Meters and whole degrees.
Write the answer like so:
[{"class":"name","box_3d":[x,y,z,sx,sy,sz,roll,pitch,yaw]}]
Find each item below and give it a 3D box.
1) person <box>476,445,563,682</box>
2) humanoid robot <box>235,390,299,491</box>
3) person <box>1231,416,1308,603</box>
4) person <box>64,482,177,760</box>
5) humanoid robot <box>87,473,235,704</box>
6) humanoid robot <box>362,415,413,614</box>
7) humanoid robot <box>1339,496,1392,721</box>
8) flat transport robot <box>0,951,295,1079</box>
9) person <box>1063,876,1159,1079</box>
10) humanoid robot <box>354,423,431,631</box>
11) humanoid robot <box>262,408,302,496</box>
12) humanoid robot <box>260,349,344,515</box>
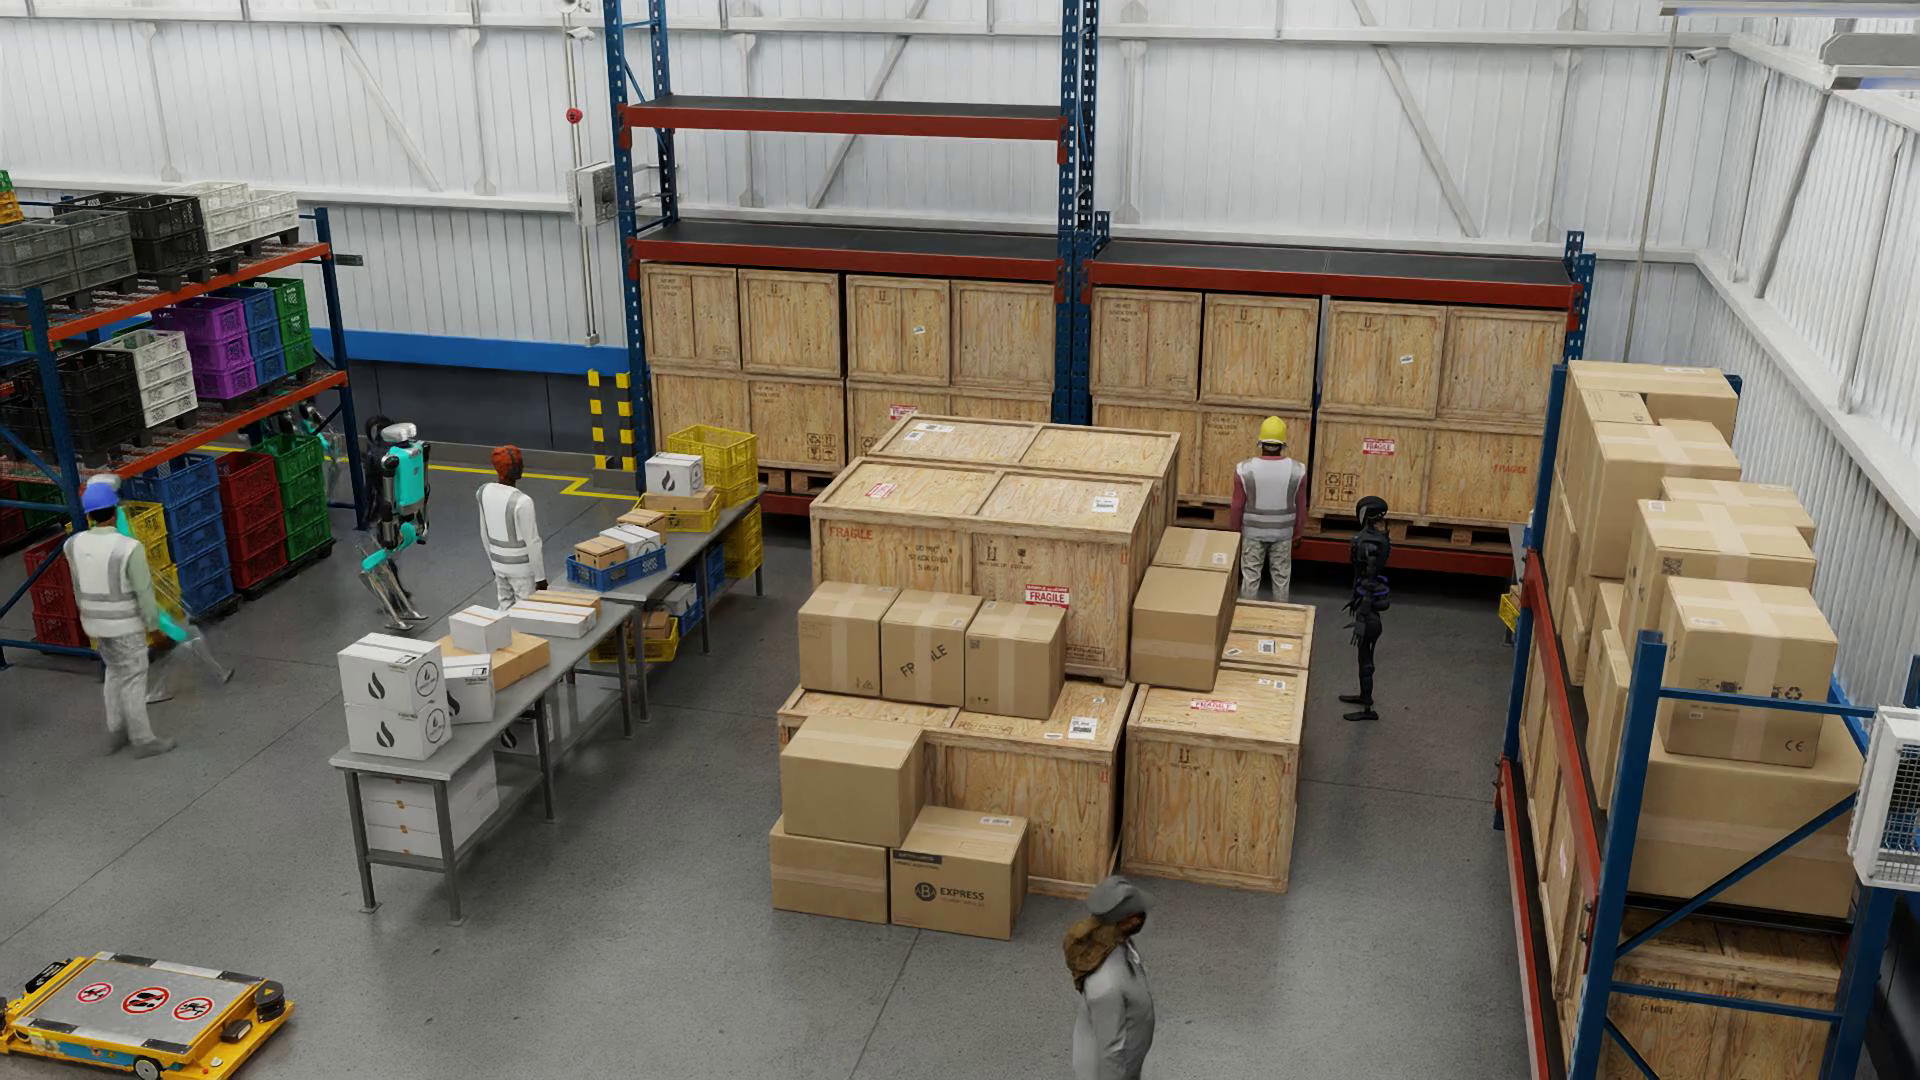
[{"class":"person","box_3d":[-3.259,0.206,12.246,0.576,1.882,0.354,14,25,33]},{"class":"humanoid robot","box_3d":[-6.566,-1.070,15.926,0.731,1.884,0.556,1,21,2]},{"class":"person","box_3d":[2.411,-0.082,13.068,0.587,1.834,0.403,1,21,3]},{"class":"person","box_3d":[-5.689,0.551,11.298,0.639,1.925,0.472,6,22,16]},{"class":"humanoid robot","box_3d":[-5.761,0.368,12.139,0.865,1.843,0.582,-9,23,-23]},{"class":"humanoid robot","box_3d":[-4.755,-0.228,13.660,0.407,1.646,0.585,-19,28,-40]},{"class":"humanoid robot","box_3d":[2.877,0.476,11.807,0.315,1.657,0.599,3,21,9]},{"class":"flat transport robot","box_3d":[-4.270,2.464,8.601,1.431,0.231,0.659,5,22,13]},{"class":"person","box_3d":[0.628,2.223,7.126,0.396,1.769,0.564,2,21,4]},{"class":"humanoid robot","box_3d":[-4.536,-0.121,13.166,0.738,1.691,0.535,7,22,17]},{"class":"humanoid robot","box_3d":[-6.627,-1.175,16.127,0.315,1.657,0.599,-8,22,-20]},{"class":"humanoid robot","box_3d":[-6.144,-1.034,15.698,0.818,1.772,0.544,12,24,28]}]
